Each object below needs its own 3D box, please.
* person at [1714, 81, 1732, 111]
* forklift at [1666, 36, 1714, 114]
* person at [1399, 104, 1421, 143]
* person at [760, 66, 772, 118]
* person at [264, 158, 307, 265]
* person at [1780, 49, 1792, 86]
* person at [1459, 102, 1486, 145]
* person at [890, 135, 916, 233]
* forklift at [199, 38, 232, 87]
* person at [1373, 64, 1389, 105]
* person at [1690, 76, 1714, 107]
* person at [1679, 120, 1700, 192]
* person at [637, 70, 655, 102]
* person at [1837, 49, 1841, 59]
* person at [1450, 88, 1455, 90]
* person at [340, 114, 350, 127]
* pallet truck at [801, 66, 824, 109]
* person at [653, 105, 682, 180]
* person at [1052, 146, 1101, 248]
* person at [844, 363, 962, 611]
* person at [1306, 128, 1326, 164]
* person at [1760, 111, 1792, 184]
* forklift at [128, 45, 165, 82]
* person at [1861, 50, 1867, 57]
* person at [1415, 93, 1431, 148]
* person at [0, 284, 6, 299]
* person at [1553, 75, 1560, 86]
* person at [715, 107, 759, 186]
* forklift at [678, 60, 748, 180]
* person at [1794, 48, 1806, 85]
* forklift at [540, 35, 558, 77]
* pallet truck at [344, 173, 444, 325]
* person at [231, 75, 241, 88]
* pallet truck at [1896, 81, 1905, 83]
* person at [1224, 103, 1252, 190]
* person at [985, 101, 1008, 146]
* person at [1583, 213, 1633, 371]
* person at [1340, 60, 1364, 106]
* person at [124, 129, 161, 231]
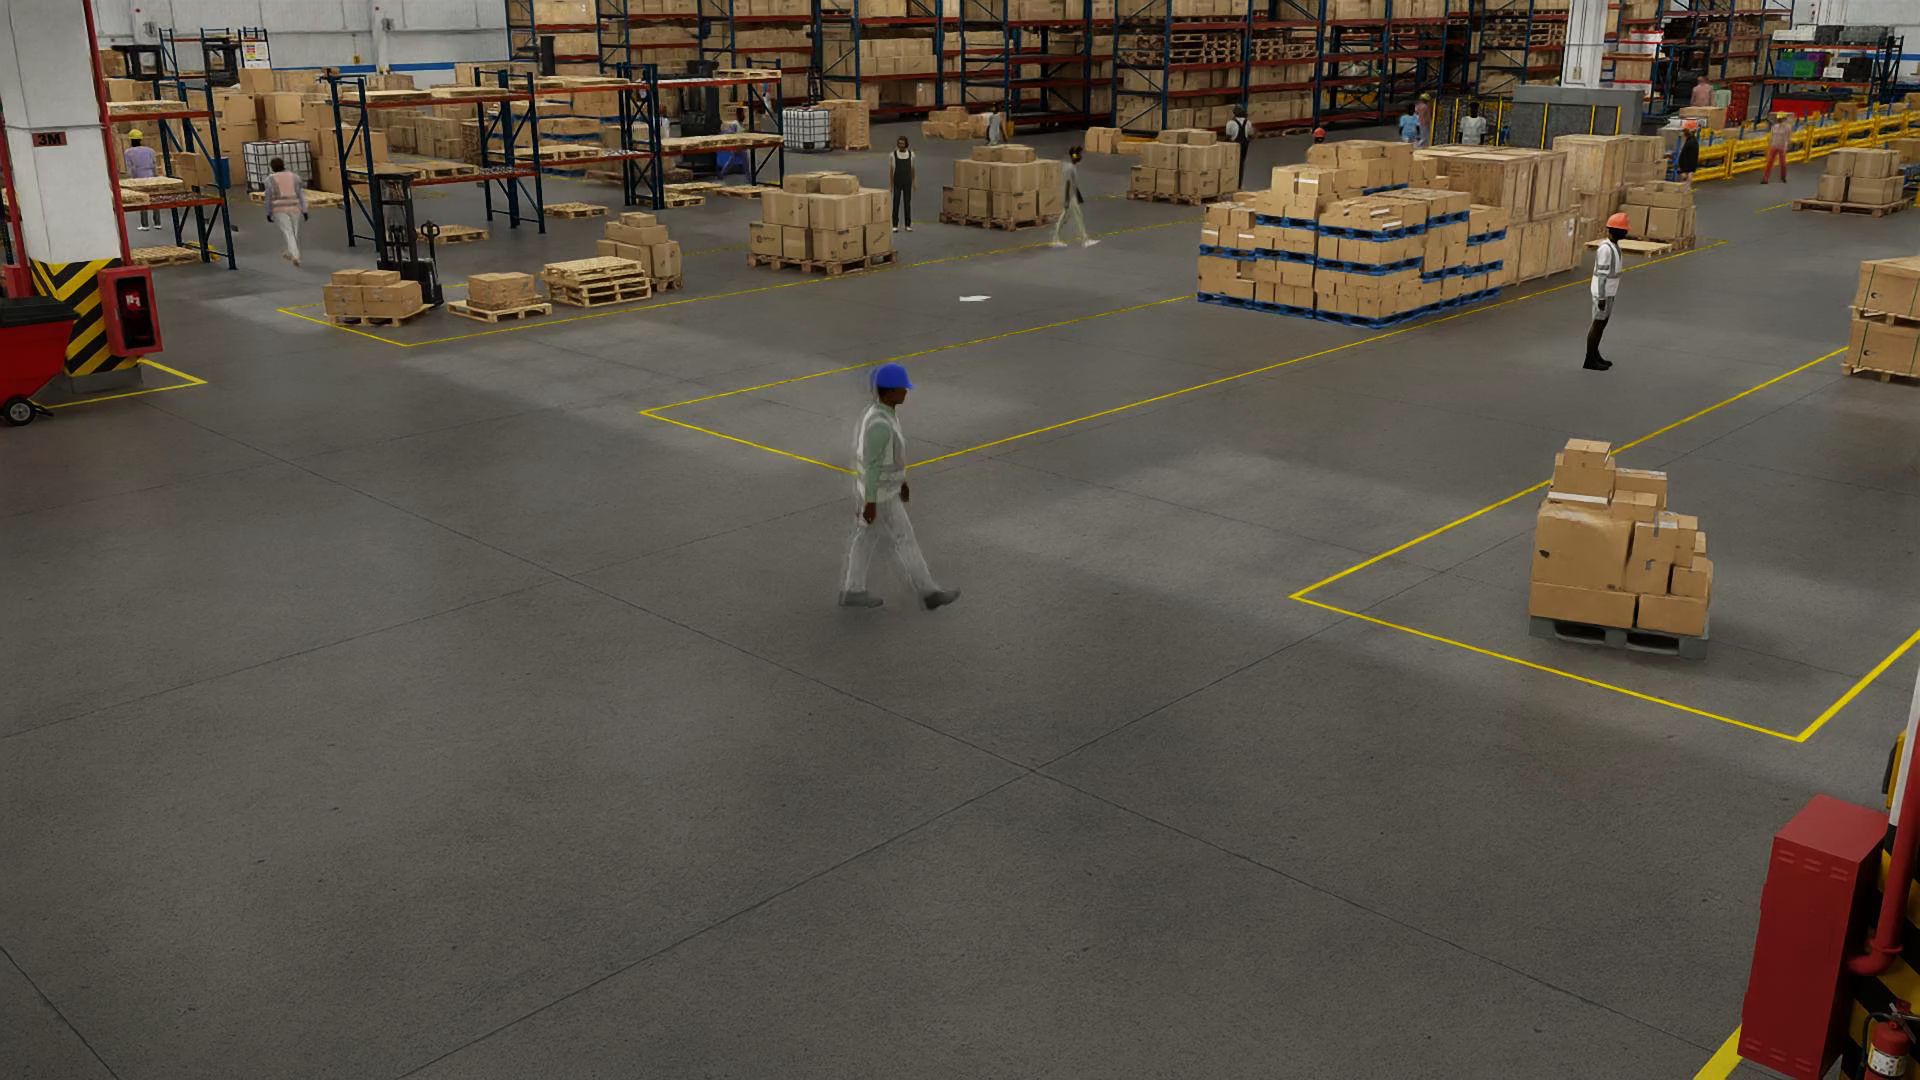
[{"bbox_3d":[24.979,-14.203,54.524,0.509,1.629,0.275,11,22,31],"label":"person"},{"bbox_3d":[27.341,-17.291,61.877,1.129,2.768,1.873,17,25,41],"label":"forklift"},{"bbox_3d":[11.829,-10.610,43.679,0.539,1.639,0.898,-6,19,-17],"label":"person"},{"bbox_3d":[-7.070,-16.328,60.606,0.430,1.841,0.624,3,19,9],"label":"person"},{"bbox_3d":[-11.513,-5.613,28.419,0.628,1.794,0.980,-16,24,-40],"label":"person"},{"bbox_3d":[40.064,-22.897,80.503,0.301,1.772,0.531,-11,21,-29],"label":"person"},{"bbox_3d":[12.191,-9.452,39.686,0.603,1.967,0.366,7,20,20],"label":"person"},{"bbox_3d":[-1.102,-6.863,32.082,0.506,1.843,0.351,-3,19,-9],"label":"person"},{"bbox_3d":[-26.756,-16.688,60.060,1.873,2.768,1.129,17,25,41],"label":"forklift"},{"bbox_3d":[16.994,-18.311,66.851,0.862,1.652,0.557,-3,19,-9],"label":"person"},{"bbox_3d":[23.501,-13.712,52.679,0.752,1.870,0.474,5,19,15],"label":"person"},{"bbox_3d":[14.765,-7.517,33.810,0.385,1.997,0.613,7,20,19],"label":"person"},{"bbox_3d":[-10.655,-14.982,56.447,0.609,1.909,0.386,-4,19,-12],"label":"person"},{"bbox_3d":[41.194,-22.282,78.298,0.376,1.995,0.612,14,23,35],"label":"person"},{"bbox_3d":[23.015,-22.001,77.541,0.355,1.937,0.634,7,19,19],"label":"person"},{"bbox_3d":[-15.200,-9.705,40.982,0.548,1.622,0.388,-11,21,-30],"label":"person"},{"bbox_3d":[-4.812,-15.182,56.903,0.823,1.965,1.885,-9,21,-26],"label":"pallet truck"},{"bbox_3d":[-7.277,-9.660,40.547,0.584,1.829,1.021,15,24,38],"label":"person"},{"bbox_3d":[2.109,-6.211,30.158,0.933,1.823,0.504,0,18,-1],"label":"person"},{"bbox_3d":[-0.449,-0.385,12.468,0.966,1.897,0.633,-1,18,-2],"label":"person"},{"bbox_3d":[6.988,-7.075,32.570,0.543,1.939,0.360,-5,19,-15],"label":"person"},{"bbox_3d":[19.756,-9.462,40.107,0.915,1.722,0.527,-17,25,-41],"label":"person"},{"bbox_3d":[-25.619,-14.248,52.709,1.873,2.768,1.129,13,22,34],"label":"forklift"},{"bbox_3d":[41.188,-21.487,76.071,0.623,1.878,1.047,-5,19,-13],"label":"person"},{"bbox_3d":[12.857,-11.554,46.353,0.429,1.750,0.577,-12,22,-32],"label":"person"},{"bbox_3d":[-14.378,-4.179,24.293,0.890,1.653,0.535,8,20,22],"label":"person"},{"bbox_3d":[19.579,-14.306,54.544,0.611,1.812,0.441,13,22,34],"label":"person"},{"bbox_3d":[-5.366,-9.345,39.545,1.018,1.866,0.603,5,19,15],"label":"person"},{"bbox_3d":[-6.316,-10.476,41.343,1.129,2.768,1.873,17,25,41],"label":"forklift"},{"bbox_3d":[40.861,-23.101,80.889,0.544,1.921,0.462,7,19,19],"label":"person"},{"bbox_3d":[-15.506,-17.626,62.887,1.873,2.768,1.129,0,18,-1],"label":"forklift"},{"bbox_3d":[-8.209,-4.181,23.757,0.823,1.965,1.885,3,19,9],"label":"pallet truck"},{"bbox_3d":[-22.530,-13.596,52.215,0.634,1.938,0.355,-13,23,-35],"label":"person"},{"bbox_3d":[34.802,-16.331,61.455,0.653,1.274,1.630,17,25,41],"label":"pallet truck"},{"bbox_3d":[6.344,-9.074,38.432,0.697,2.000,0.751,-7,20,-20],"label":"person"},{"bbox_3d":[0.965,-10.093,41.833,0.896,1.834,0.530,10,21,28],"label":"person"},{"bbox_3d":[7.979,-3.053,20.478,0.385,1.930,0.541,13,22,34],"label":"person"},{"bbox_3d":[15.814,-18.465,66.834,1.056,1.991,0.630,7,20,21],"label":"person"},{"bbox_3d":[-15.897,-7.000,32.356,0.354,1.930,0.594,15,23,37],"label":"person"}]
